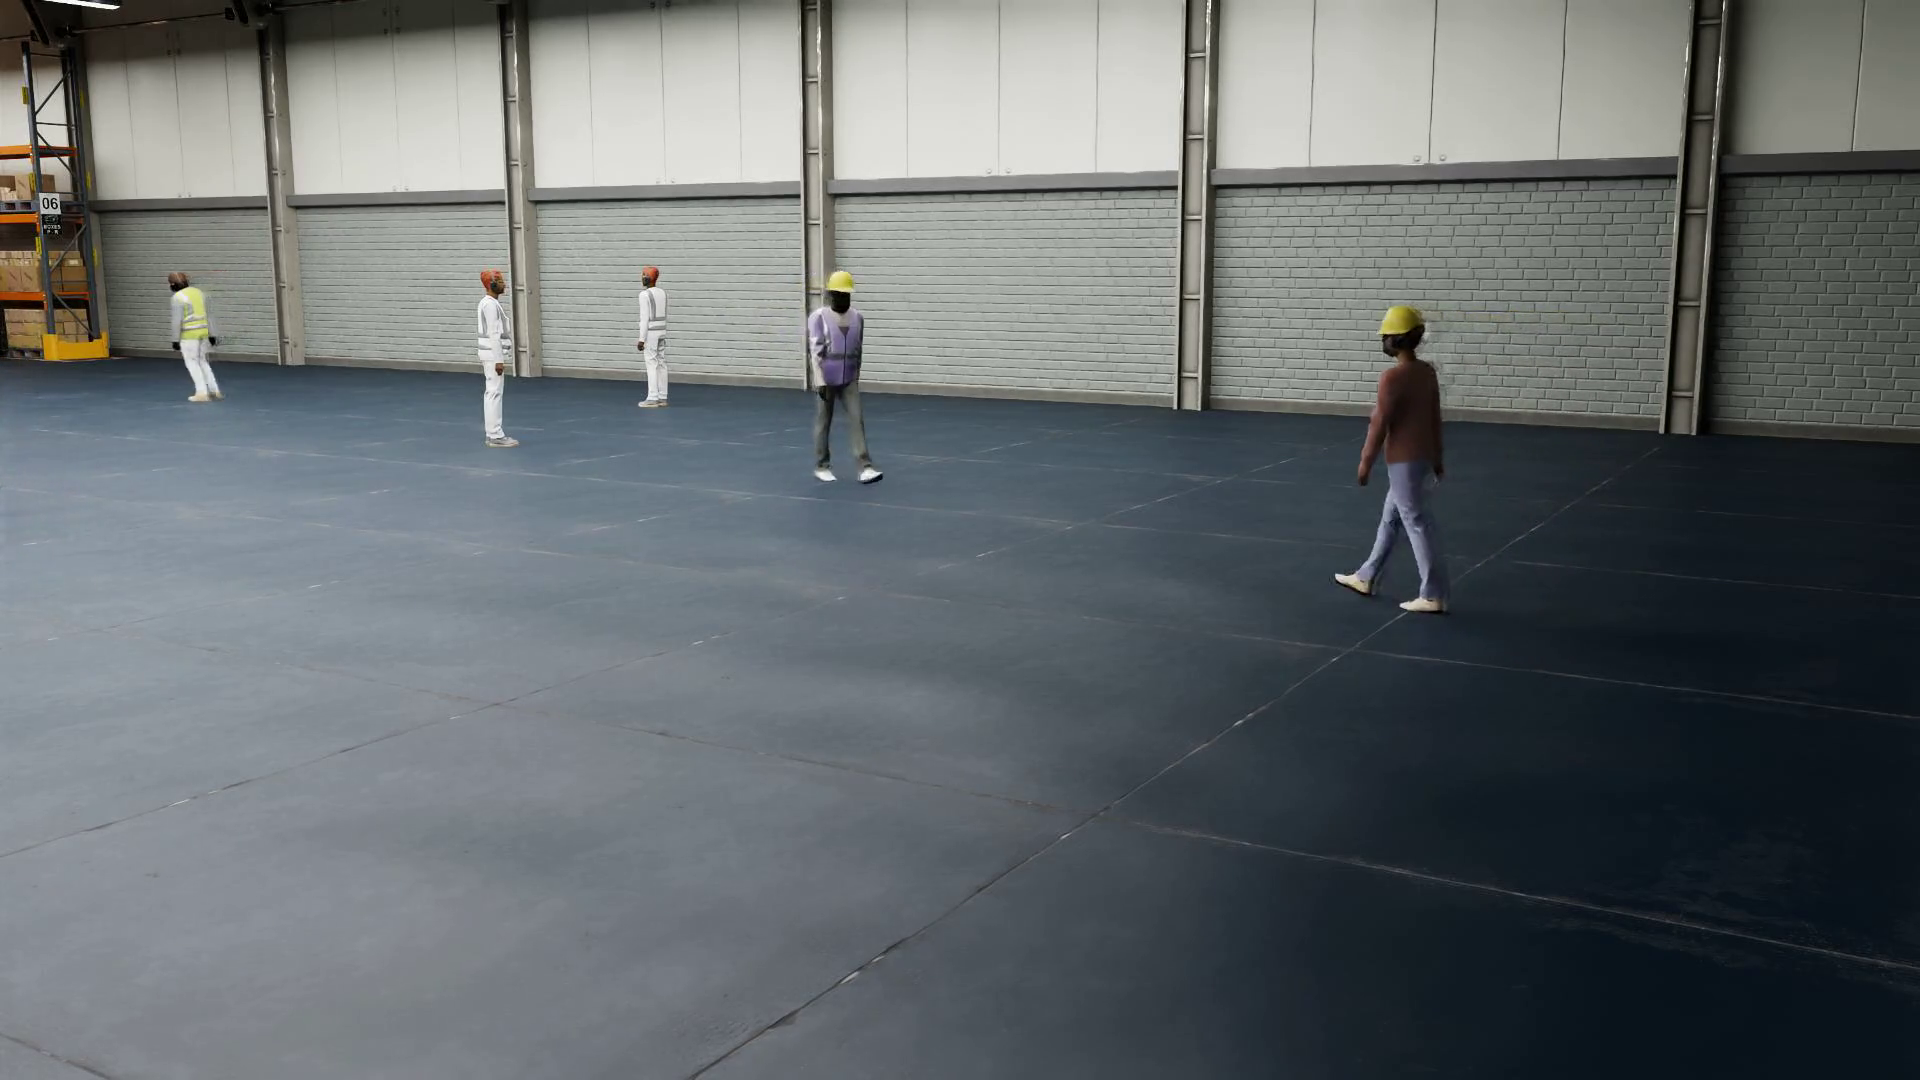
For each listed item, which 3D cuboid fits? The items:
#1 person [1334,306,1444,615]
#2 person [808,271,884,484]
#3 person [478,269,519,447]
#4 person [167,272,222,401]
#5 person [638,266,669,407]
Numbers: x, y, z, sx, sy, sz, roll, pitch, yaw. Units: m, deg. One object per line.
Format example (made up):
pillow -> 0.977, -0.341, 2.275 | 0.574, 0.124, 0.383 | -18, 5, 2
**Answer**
person -> 2.456, -0.464, 9.539 | 0.866, 1.722, 0.556 | 9, 13, 43
person -> -1.036, -1.420, 14.701 | 0.592, 1.879, 0.969 | -6, 11, -32
person -> -4.941, -1.932, 17.709 | 0.356, 1.885, 0.574 | -4, 10, -22
person -> -10.726, -2.826, 23.184 | 0.458, 1.804, 0.654 | 2, 10, 9
person -> -4.133, -2.726, 22.357 | 0.355, 1.885, 0.575 | 4, 10, 22
